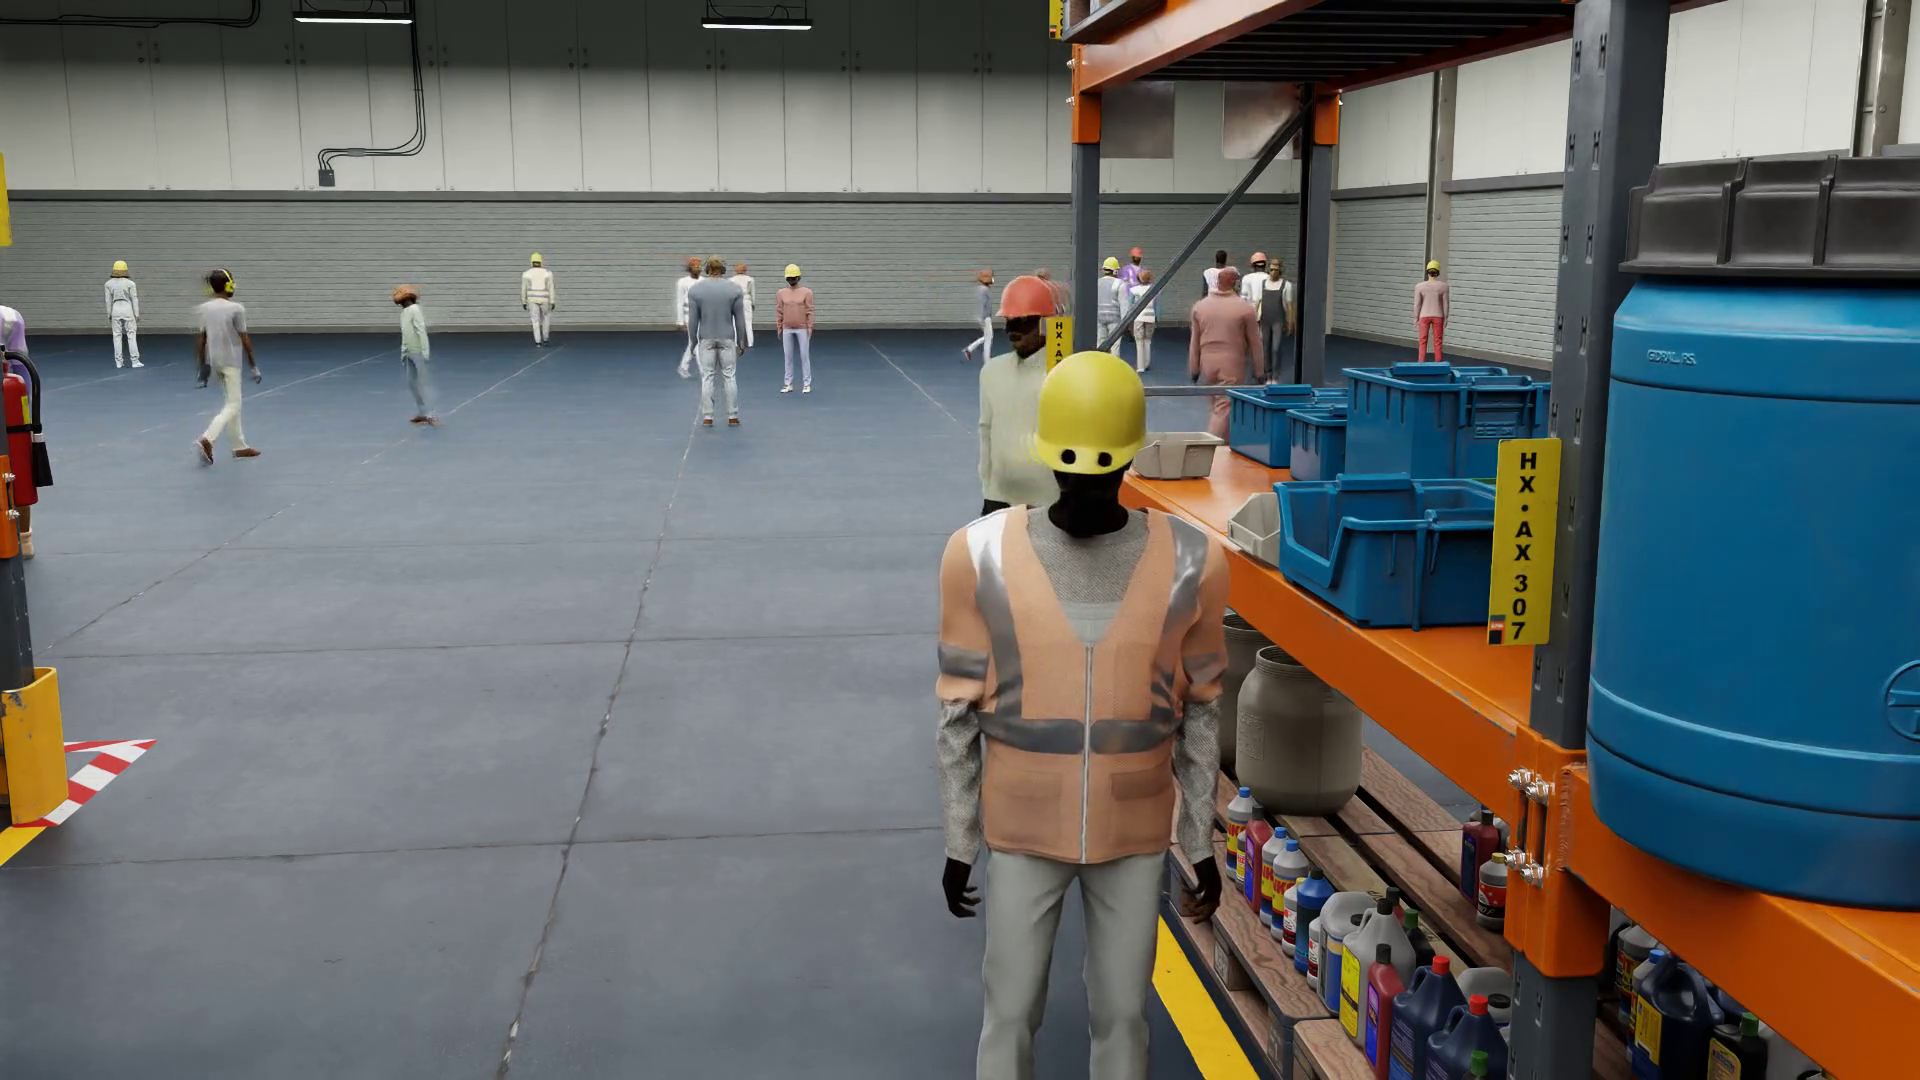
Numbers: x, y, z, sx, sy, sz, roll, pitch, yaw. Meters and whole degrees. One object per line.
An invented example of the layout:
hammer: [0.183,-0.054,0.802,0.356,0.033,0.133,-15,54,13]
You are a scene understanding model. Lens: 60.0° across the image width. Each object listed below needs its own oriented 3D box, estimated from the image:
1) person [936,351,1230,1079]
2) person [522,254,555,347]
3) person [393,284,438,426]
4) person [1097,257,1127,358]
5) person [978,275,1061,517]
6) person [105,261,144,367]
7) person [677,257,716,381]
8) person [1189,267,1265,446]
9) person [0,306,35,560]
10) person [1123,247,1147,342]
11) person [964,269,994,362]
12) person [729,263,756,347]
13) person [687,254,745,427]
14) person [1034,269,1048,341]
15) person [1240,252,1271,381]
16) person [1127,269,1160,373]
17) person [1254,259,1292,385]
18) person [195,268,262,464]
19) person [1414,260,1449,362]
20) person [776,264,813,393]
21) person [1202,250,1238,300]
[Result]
person: [0.245,0.578,3.347,0.586,1.916,0.391,0,10,-2]
person: [-8.234,-4.677,32.469,0.621,1.792,0.873,-3,11,-15]
person: [-6.178,-2.093,18.868,0.334,1.598,0.643,-8,13,-37]
person: [2.217,-3.248,24.544,0.587,1.835,0.404,8,13,36]
person: [0.383,-0.217,7.590,0.625,1.972,0.831,8,13,37]
person: [-13.714,-3.700,27.273,0.493,1.743,0.313,-1,10,-7]
person: [-3.969,-3.308,24.879,0.966,1.844,0.591,9,14,41]
person: [2.496,-1.584,15.366,0.663,1.848,1.013,8,13,36]
person: [-6.390,-0.854,10.843,0.607,2.045,0.390,-10,14,-43]
person: [3.552,-4.950,33.630,0.553,1.922,0.400,-4,11,-19]
person: [0.365,-3.649,27.336,0.539,1.615,0.512,2,10,9]
person: [-4.219,-4.548,32.235,0.522,1.631,0.315,-1,10,-6]
person: [-2.727,-2.229,18.674,0.635,1.936,0.353,-1,10,-8]
person: [1.264,-3.494,26.452,0.476,1.622,0.537,3,11,16]
person: [4.456,-3.325,24.792,0.674,1.897,0.508,0,10,2]
person: [2.863,-3.453,26.262,0.537,1.615,0.633,-2,11,-11]
person: [4.379,-3.041,23.471,0.517,1.811,0.842,5,12,26]
person: [-6.999,-1.647,15.773,0.510,1.844,0.820,4,11,22]
person: [7.268,-3.418,25.660,0.523,1.769,0.315,3,11,14]
person: [-2.263,-2.884,22.760,0.521,1.761,0.333,2,10,8]
person: [4.381,-3.941,28.145,0.630,1.900,0.557,0,10,1]
